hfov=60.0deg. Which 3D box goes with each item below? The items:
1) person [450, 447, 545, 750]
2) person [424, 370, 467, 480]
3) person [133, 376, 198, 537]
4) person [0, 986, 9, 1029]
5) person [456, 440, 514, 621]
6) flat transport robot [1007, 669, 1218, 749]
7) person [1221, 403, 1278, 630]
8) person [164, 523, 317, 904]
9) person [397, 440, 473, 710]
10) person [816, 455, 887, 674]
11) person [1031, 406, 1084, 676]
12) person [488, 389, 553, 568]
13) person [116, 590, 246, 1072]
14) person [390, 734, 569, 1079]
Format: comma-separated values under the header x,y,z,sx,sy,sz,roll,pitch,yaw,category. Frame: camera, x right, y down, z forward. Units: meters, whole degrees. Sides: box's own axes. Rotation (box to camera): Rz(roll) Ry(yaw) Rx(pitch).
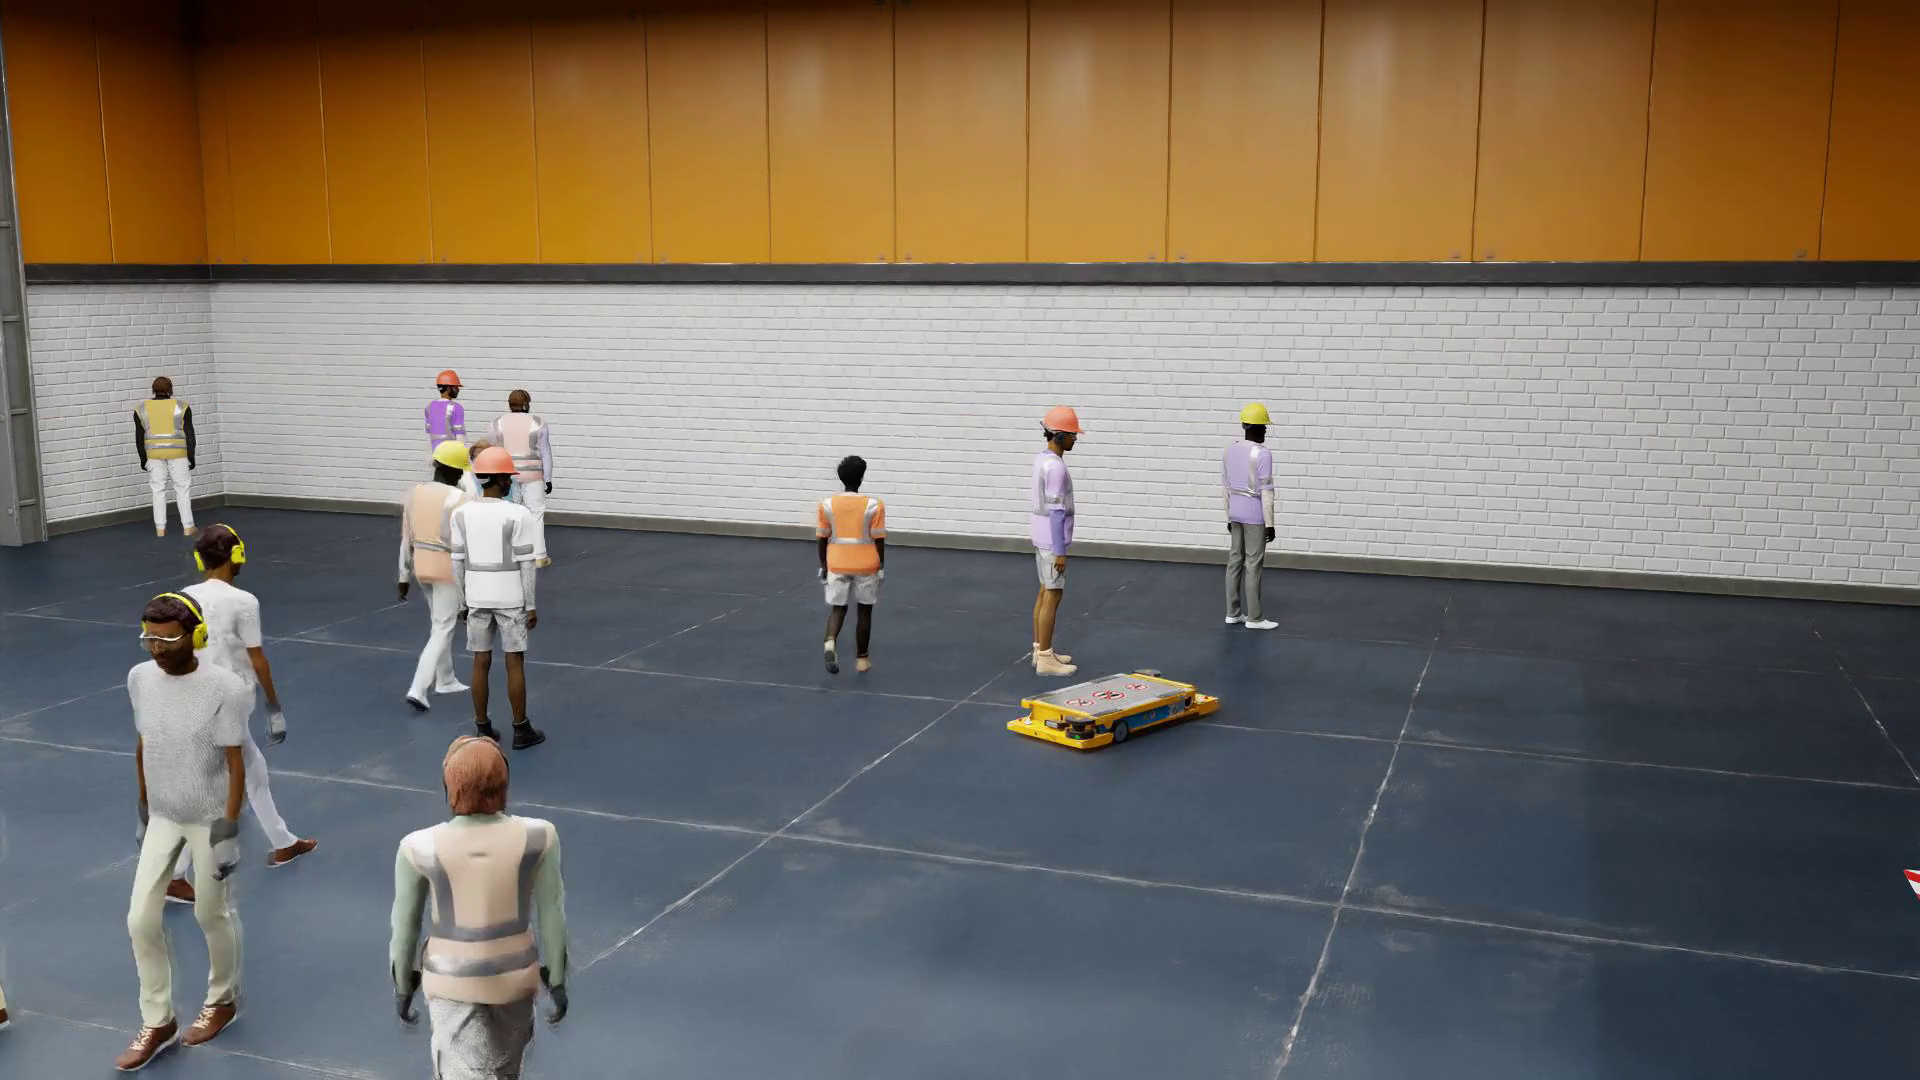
x,y,z,sx,sy,sz,roll,pitch,yaw,category
-2.941,0.374,10.580,0.547,1.934,0.376,2,9,9,person
-5.755,-0.942,18.745,0.547,1.934,0.376,5,10,28,person
-9.113,-0.957,19.122,0.624,1.845,0.430,-2,9,-14,person
-4.201,1.214,6.434,0.865,1.576,0.534,-4,10,-25,person
-4.117,-0.077,14.455,0.536,1.575,0.949,0,9,1,person
1.038,1.114,11.133,0.652,0.197,1.431,9,13,44,flat transport robot
2.474,-0.202,14.171,0.370,1.929,0.585,-6,11,-31,person
-3.638,0.827,8.183,0.533,1.814,1.010,6,11,31,person
-3.675,0.246,11.623,0.613,1.890,0.835,5,10,27,person
-0.808,0.210,12.392,0.524,1.681,0.583,2,9,11,person
0.736,0.005,12.564,0.392,2.034,0.609,-1,9,-6,person
-4.491,-0.626,17.073,0.630,1.840,0.429,0,9,-2,person
-2.990,1.102,6.344,0.541,1.837,0.708,1,9,8,person
-1.515,1.402,5.256,0.529,1.594,0.847,-4,10,-24,person
